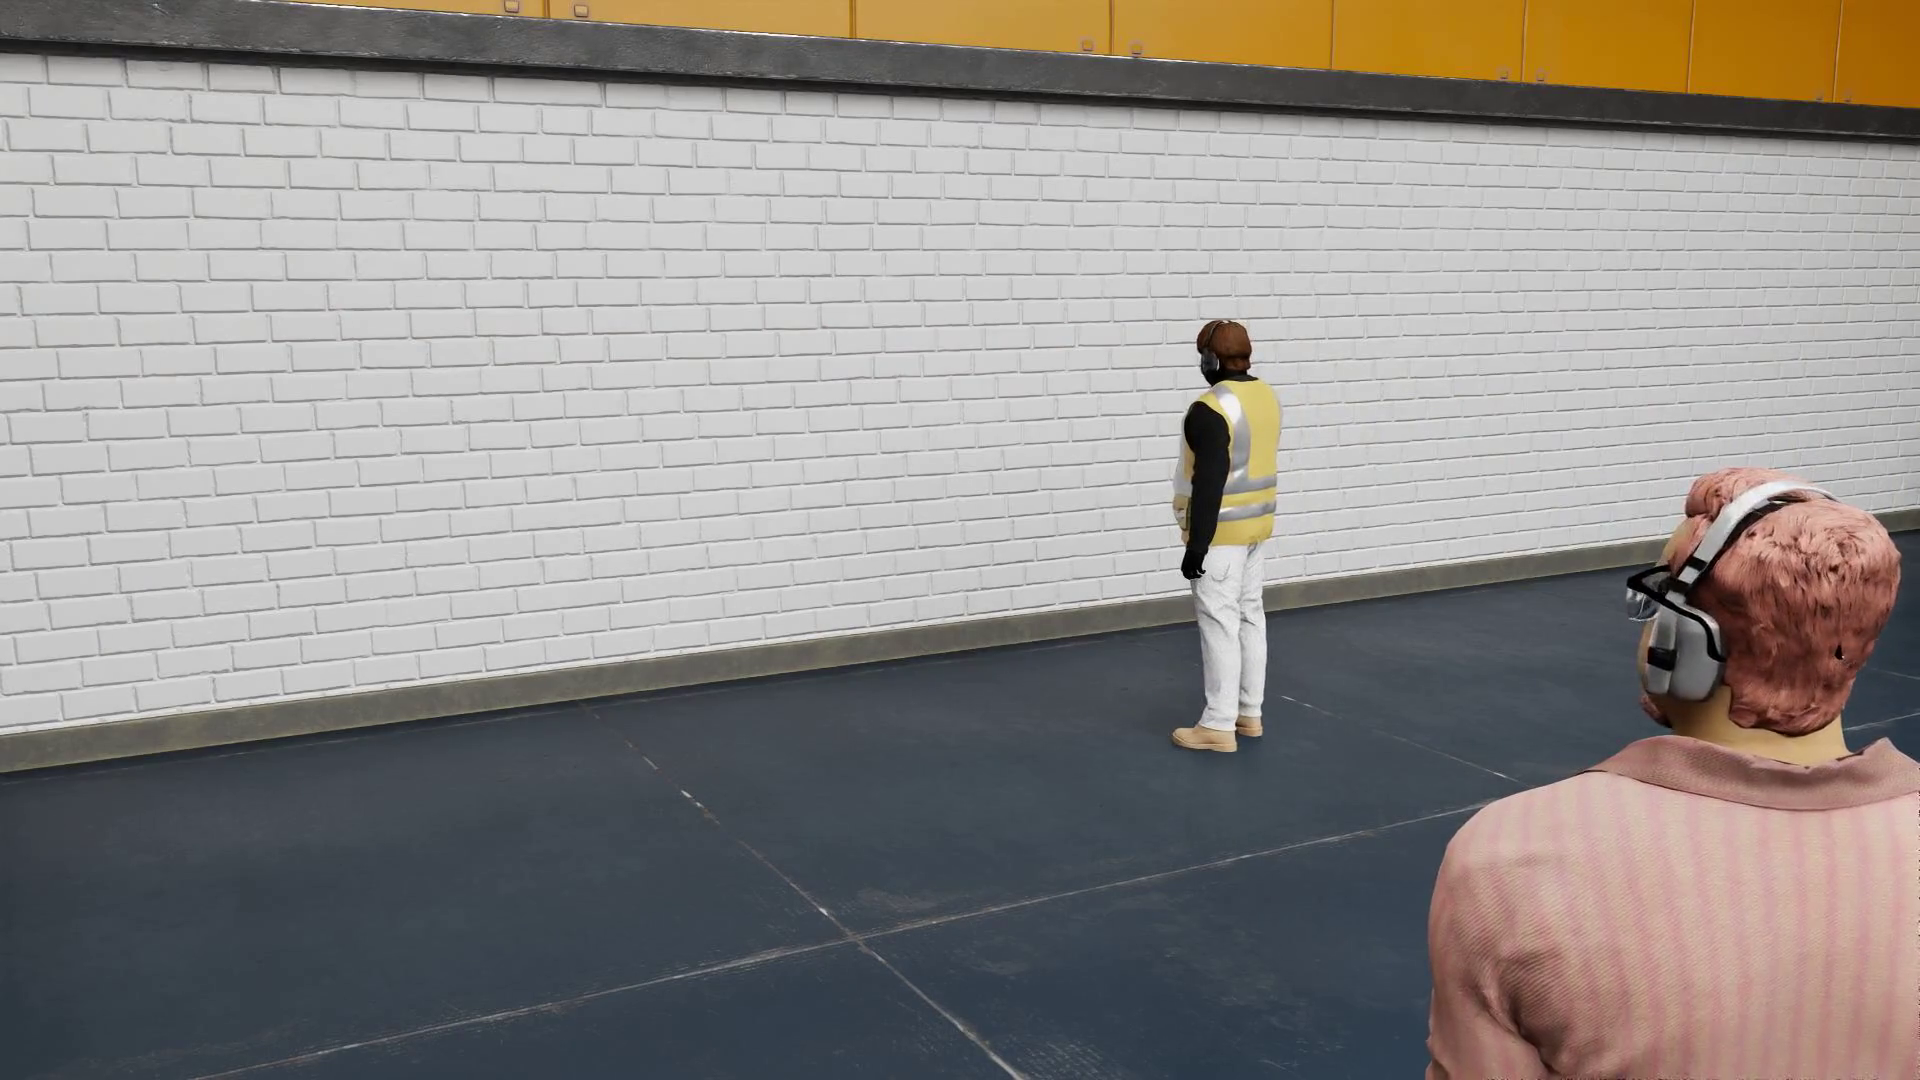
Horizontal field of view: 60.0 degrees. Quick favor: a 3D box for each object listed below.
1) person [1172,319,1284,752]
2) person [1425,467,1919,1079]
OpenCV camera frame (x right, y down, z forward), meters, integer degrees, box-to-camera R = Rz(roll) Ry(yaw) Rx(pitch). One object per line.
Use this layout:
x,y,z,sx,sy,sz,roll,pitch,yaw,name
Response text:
1.126,-0.020,7.135,0.429,1.840,0.630,7,12,36,person
0.795,0.874,1.781,0.646,1.913,0.409,1,10,6,person
